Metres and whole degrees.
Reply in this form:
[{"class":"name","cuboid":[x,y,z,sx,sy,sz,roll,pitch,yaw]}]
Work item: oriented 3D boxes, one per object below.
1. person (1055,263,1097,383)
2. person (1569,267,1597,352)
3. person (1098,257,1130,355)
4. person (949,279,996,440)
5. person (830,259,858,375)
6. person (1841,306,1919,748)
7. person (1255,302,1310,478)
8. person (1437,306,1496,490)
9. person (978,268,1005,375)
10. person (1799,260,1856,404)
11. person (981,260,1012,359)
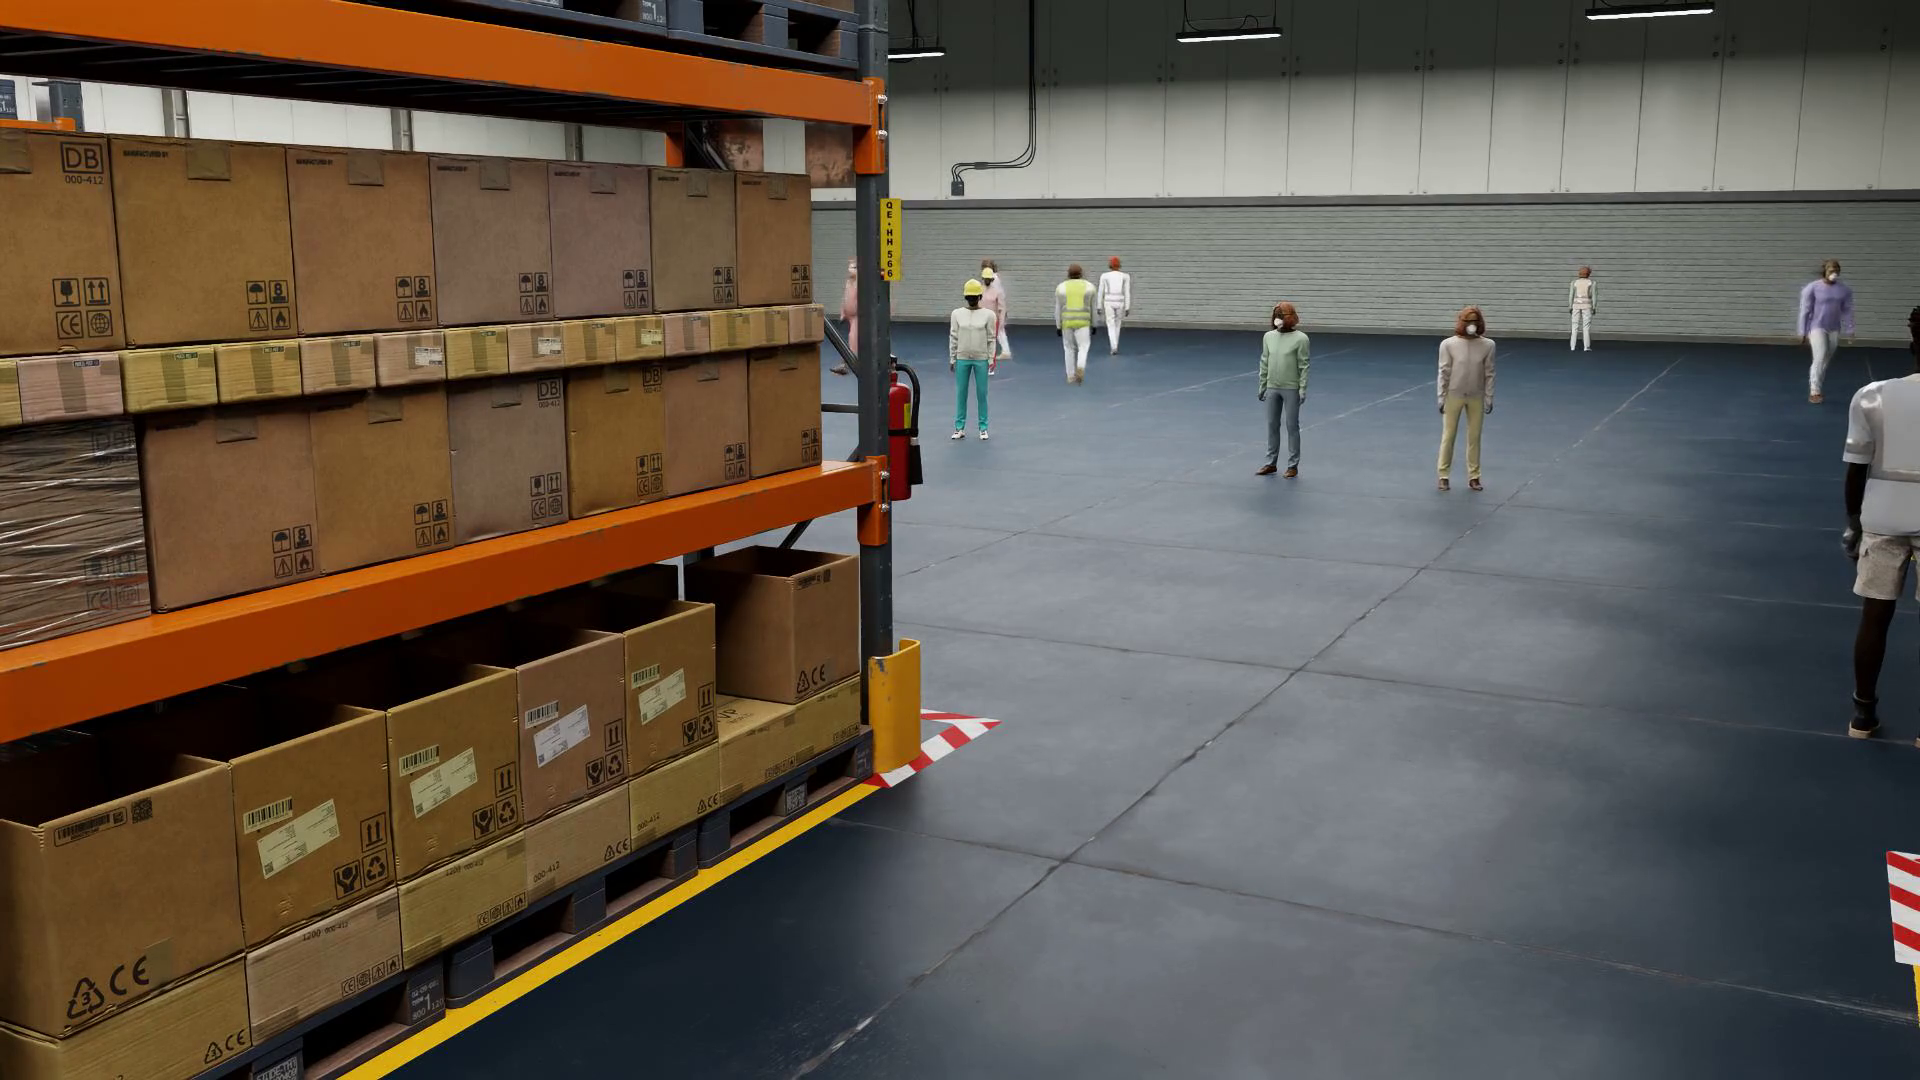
[{"class":"person","cuboid":[1.742,-3.258,25.096,0.637,1.827,0.693,1,10,6]},{"class":"person","cuboid":[12.050,-4.466,32.200,0.515,1.636,0.315,7,13,35]},{"class":"person","cuboid":[2.911,-4.422,31.395,0.585,1.850,0.938,-1,10,-3]},{"class":"person","cuboid":[0.136,-1.982,18.314,0.523,1.765,0.316,2,11,8]},{"class":"person","cuboid":[-1.696,-3.604,26.900,0.989,1.851,0.668,-7,12,-33]},{"class":"person","cuboid":[4.200,-0.066,7.306,0.600,1.967,0.368,10,14,42]},{"class":"person","cuboid":[2.998,-1.392,15.444,0.507,1.632,0.267,10,14,42]},{"class":"person","cuboid":[4.442,-1.238,14.635,0.501,1.623,0.293,0,10,2]},{"class":"person","cuboid":[0.444,-3.447,26.391,0.540,1.714,0.939,1,10,7]},{"class":"person","cuboid":[11.576,-2.757,22.146,0.654,1.911,0.793,-1,10,-3]},{"class":"person","cuboid":[0.509,-4.143,30.014,0.940,1.797,0.633,0,10,0]}]
